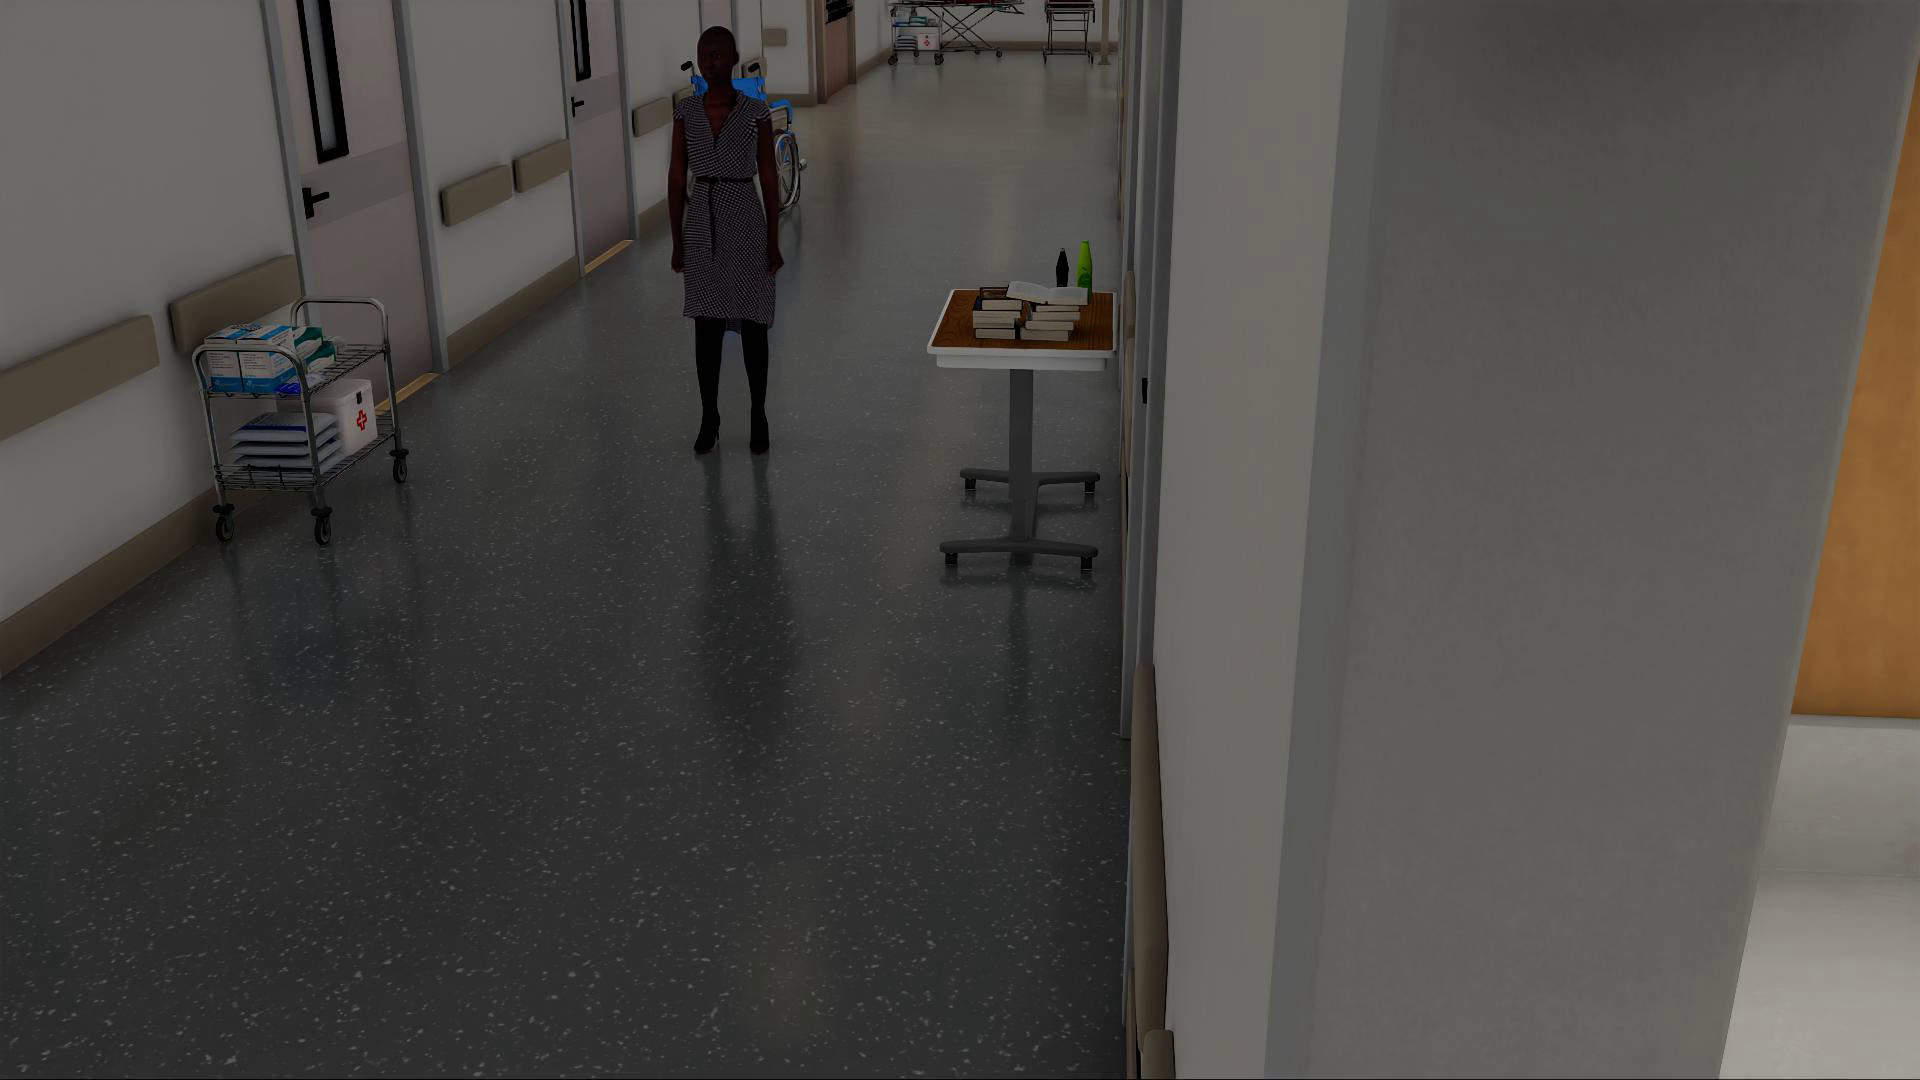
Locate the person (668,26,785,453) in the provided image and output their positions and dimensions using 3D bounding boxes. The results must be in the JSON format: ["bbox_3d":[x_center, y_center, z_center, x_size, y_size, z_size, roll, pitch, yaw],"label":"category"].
[{"bbox_3d":[-0.982,-1.246,7.051,0.631,1.787,0.526,1,21,3],"label":"person"}]
